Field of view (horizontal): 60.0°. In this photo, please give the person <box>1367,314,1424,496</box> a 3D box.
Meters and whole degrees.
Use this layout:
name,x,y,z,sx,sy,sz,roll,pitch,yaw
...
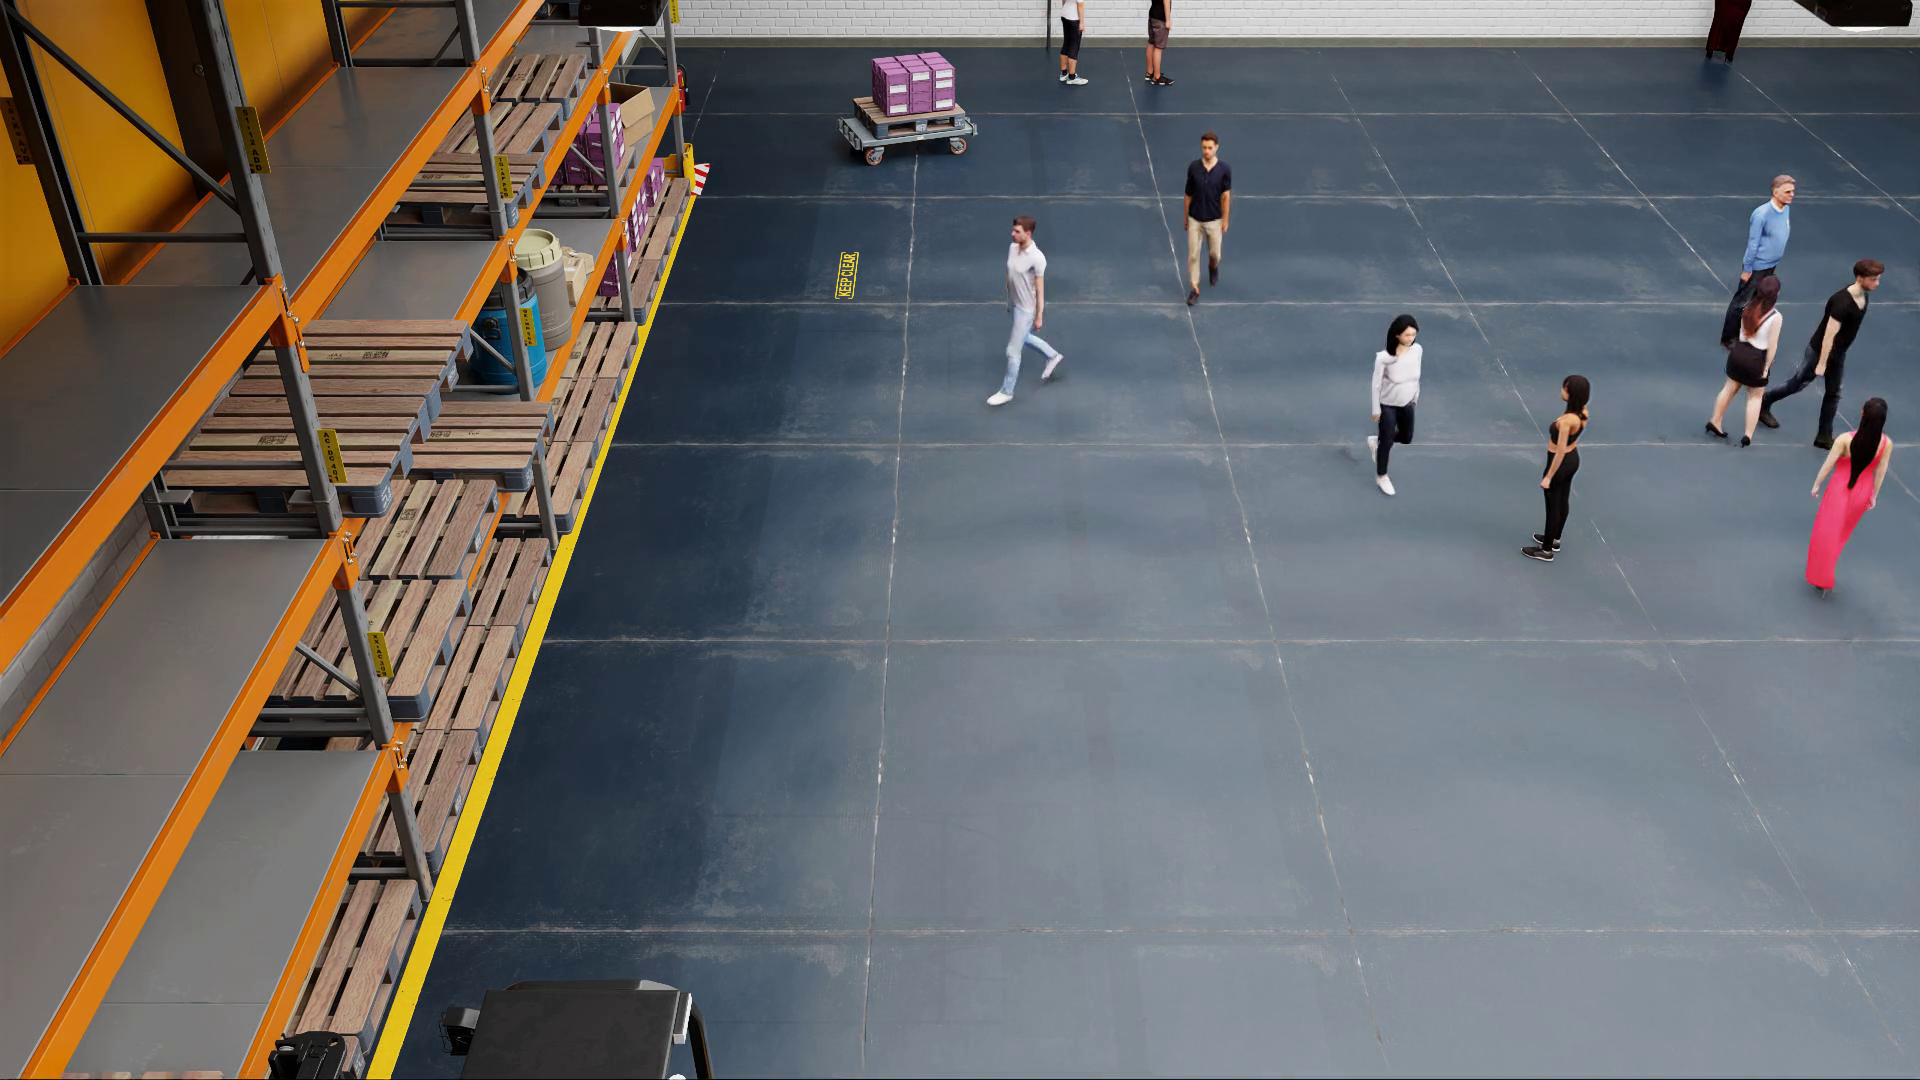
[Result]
name,x,y,z,sx,sy,sz,roll,pitch,yaw
person,3.705,-1.219,14.356,0.795,1.685,0.904,-14,36,-21

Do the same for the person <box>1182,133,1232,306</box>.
name,x,y,z,sx,sy,sz,roll,pitch,yaw
person,2.598,-3.419,17.521,0.779,1.844,0.952,9,35,13

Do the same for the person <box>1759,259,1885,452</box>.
name,x,y,z,sx,sy,sz,roll,pitch,yaw
person,7.701,-1.707,14.949,1.131,1.840,1.284,-24,40,-31

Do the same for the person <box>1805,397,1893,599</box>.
name,x,y,z,sx,sy,sz,roll,pitch,yaw
person,6.914,-0.286,12.928,0.666,1.710,0.861,5,34,7

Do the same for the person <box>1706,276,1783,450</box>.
name,x,y,z,sx,sy,sz,roll,pitch,yaw
person,7.046,-1.607,14.985,0.753,1.634,0.687,-18,38,-25

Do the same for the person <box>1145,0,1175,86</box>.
name,x,y,z,sx,sy,sz,roll,pitch,yaw
person,2.810,-7.411,23.511,0.799,1.862,0.636,-10,35,-15

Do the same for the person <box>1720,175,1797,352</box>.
name,x,y,z,sx,sy,sz,roll,pitch,yaw
person,7.982,-2.782,16.587,0.749,1.818,0.763,-21,39,-28

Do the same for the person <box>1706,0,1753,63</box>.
name,x,y,z,sx,sy,sz,roll,pitch,yaw
person,11.340,-7.917,24.366,0.764,1.759,0.794,22,39,29

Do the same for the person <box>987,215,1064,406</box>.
name,x,y,z,sx,sy,sz,roll,pitch,yaw
person,0.662,-2.201,15.714,1.113,1.816,1.218,-18,37,-24

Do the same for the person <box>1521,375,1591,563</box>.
name,x,y,z,sx,sy,sz,roll,pitch,yaw
person,4.864,-0.587,13.442,0.689,1.643,0.620,26,42,33

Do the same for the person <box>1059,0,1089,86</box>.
name,x,y,z,sx,sy,sz,roll,pitch,yaw
person,1.579,-7.392,23.492,0.807,1.852,0.668,-15,36,-21
